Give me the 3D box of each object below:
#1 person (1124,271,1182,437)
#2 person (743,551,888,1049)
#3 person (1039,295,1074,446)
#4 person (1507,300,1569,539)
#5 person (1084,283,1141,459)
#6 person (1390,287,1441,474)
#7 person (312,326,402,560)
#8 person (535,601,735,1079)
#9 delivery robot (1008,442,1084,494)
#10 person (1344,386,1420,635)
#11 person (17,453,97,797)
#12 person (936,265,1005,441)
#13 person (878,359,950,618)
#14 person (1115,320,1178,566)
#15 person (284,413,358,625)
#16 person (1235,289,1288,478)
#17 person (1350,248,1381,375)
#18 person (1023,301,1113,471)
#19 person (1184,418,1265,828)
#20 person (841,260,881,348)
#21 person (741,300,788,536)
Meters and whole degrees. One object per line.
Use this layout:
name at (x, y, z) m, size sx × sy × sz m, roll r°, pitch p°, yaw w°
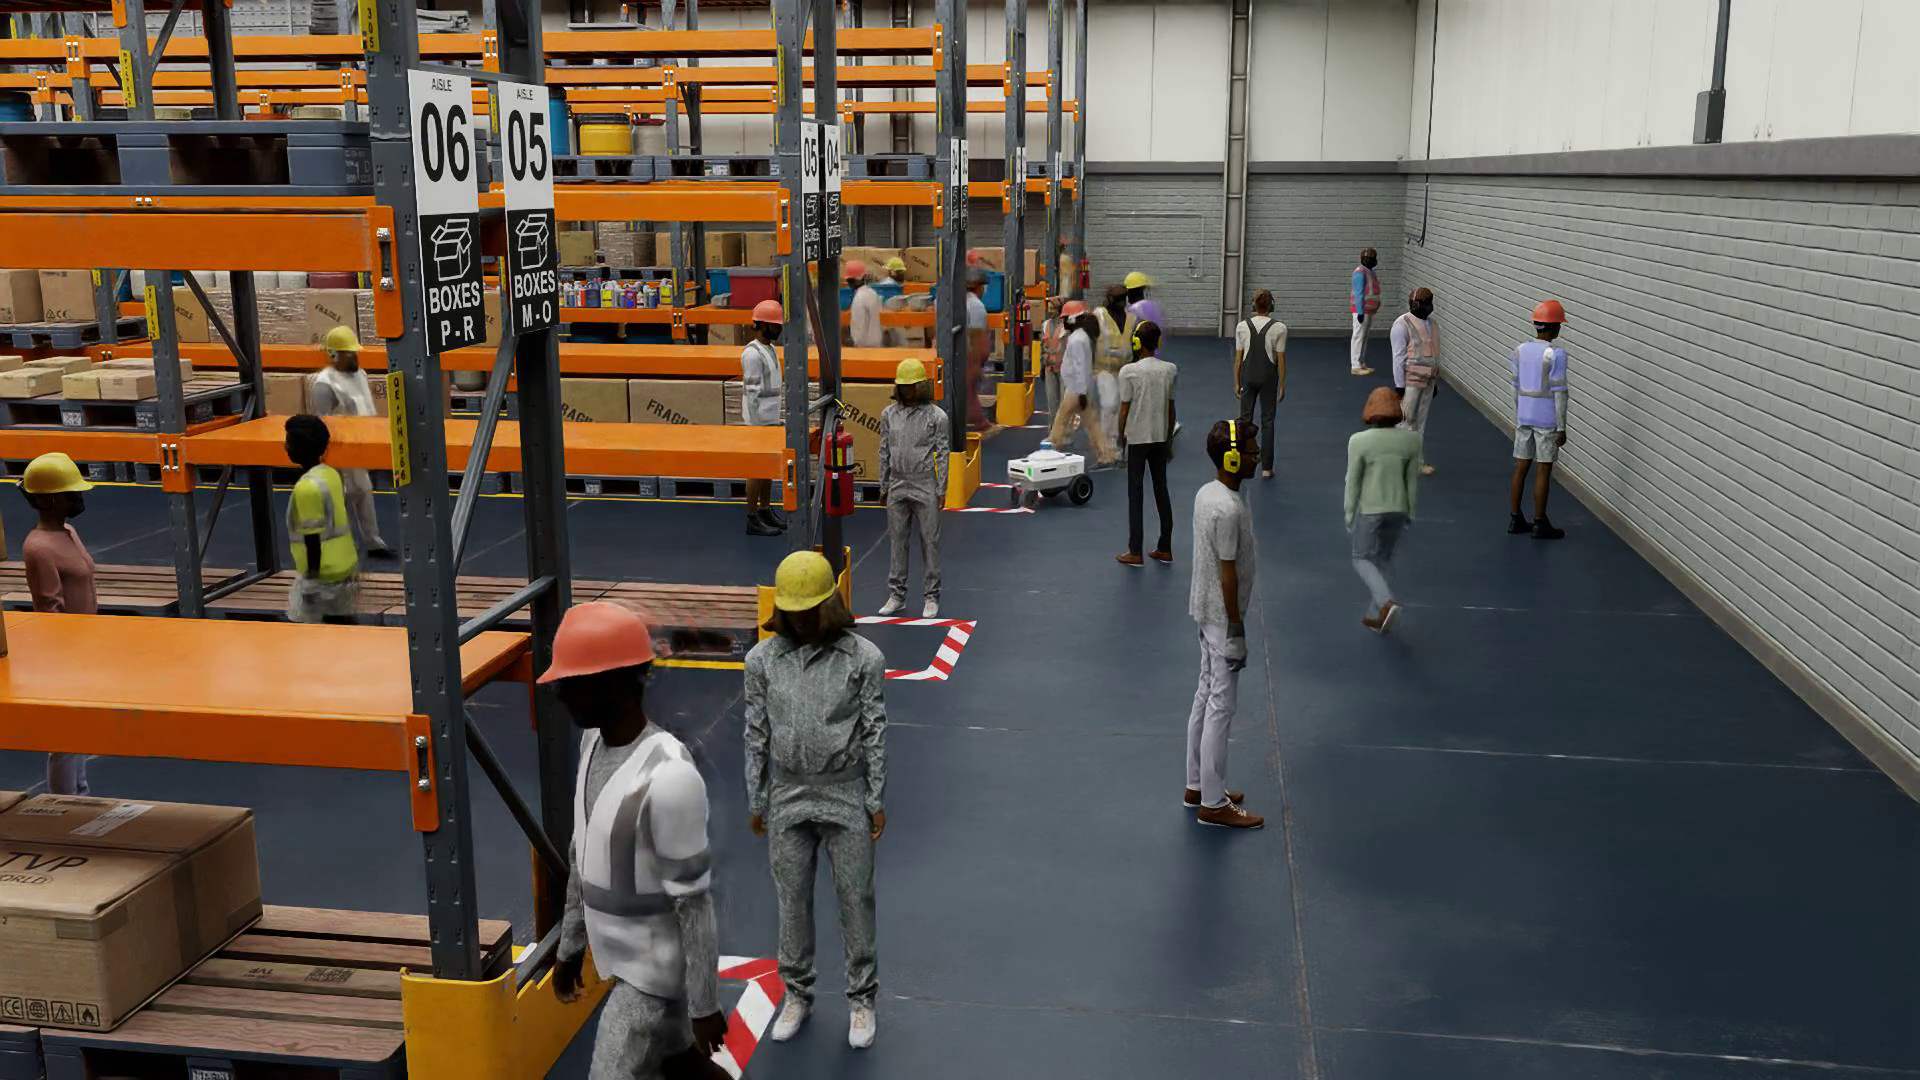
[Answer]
person at (2.065, -2.023, 18.383) m, size 0.940 × 1.886 × 0.586 m, roll 8°, pitch 15°, yaw 33°
person at (-0.489, 0.877, 5.624) m, size 0.490 × 1.731 × 0.323 m, roll 1°, pitch 13°, yaw 5°
person at (1.073, -1.849, 18.150) m, size 0.319 × 1.630 × 0.528 m, roll -11°, pitch 17°, yaw -42°
person at (4.719, -0.977, 13.516) m, size 0.354 × 1.939 × 0.545 m, roll -7°, pitch 14°, yaw -27°
person at (1.599, -1.729, 17.159) m, size 0.656 × 1.826 × 0.487 m, roll -7°, pitch 15°, yaw -30°
person at (4.474, -1.542, 16.285) m, size 0.625 × 1.846 × 0.429 m, roll -10°, pitch 16°, yaw -39°
person at (-4.729, -0.743, 12.765) m, size 0.787 × 1.808 × 0.592 m, roll 2°, pitch 13°, yaw 7°
person at (-0.824, 1.079, 4.379) m, size 0.966 × 1.886 × 0.567 m, roll -8°, pitch 15°, yaw -32°
delivery robot at (0.770, -0.630, 14.885) m, size 0.707 × 0.478 × 0.477 m, roll -10°, pitch 16°, yaw -38°
person at (2.700, -0.163, 10.586) m, size 0.493 × 1.615 × 0.560 m, roll -2°, pitch 13°, yaw -11°
person at (-3.880, 0.493, 7.273) m, size 0.314 × 1.769 × 0.525 m, roll -4°, pitch 13°, yaw -17°
person at (0.052, -2.022, 18.001) m, size 1.097 × 2.000 × 0.739 m, roll -5°, pitch 13°, yaw -21°
person at (-0.320, -0.341, 11.091) m, size 0.493 × 1.741 × 0.306 m, roll 4°, pitch 13°, yaw 18°
person at (1.409, -0.728, 12.591) m, size 0.505 × 1.858 × 0.340 m, roll -6°, pitch 14°, yaw -23°
person at (-3.445, 0.160, 8.945) m, size 0.373 × 1.681 × 0.553 m, roll -1°, pitch 13°, yaw -5°
person at (2.919, -1.517, 16.189) m, size 0.504 × 1.839 × 0.341 m, roll 5°, pitch 14°, yaw 23°
person at (5.974, -3.363, 24.507) m, size 0.430 × 1.845 × 0.621 m, roll 7°, pitch 14°, yaw 29°
person at (1.110, -1.514, 16.489) m, size 0.913 × 1.691 × 0.569 m, roll 2°, pitch 13°, yaw 8°
person at (1.213, 0.373, 7.579) m, size 0.329 × 1.872 × 0.511 m, roll -1°, pitch 13°, yaw -6°
person at (-1.088, -2.226, 19.084) m, size 0.519 × 1.965 × 0.639 m, roll 3°, pitch 13°, yaw 13°
person at (-1.578, -0.997, 13.636) m, size 0.387 × 1.929 × 0.543 m, roll 3°, pitch 13°, yaw 13°
